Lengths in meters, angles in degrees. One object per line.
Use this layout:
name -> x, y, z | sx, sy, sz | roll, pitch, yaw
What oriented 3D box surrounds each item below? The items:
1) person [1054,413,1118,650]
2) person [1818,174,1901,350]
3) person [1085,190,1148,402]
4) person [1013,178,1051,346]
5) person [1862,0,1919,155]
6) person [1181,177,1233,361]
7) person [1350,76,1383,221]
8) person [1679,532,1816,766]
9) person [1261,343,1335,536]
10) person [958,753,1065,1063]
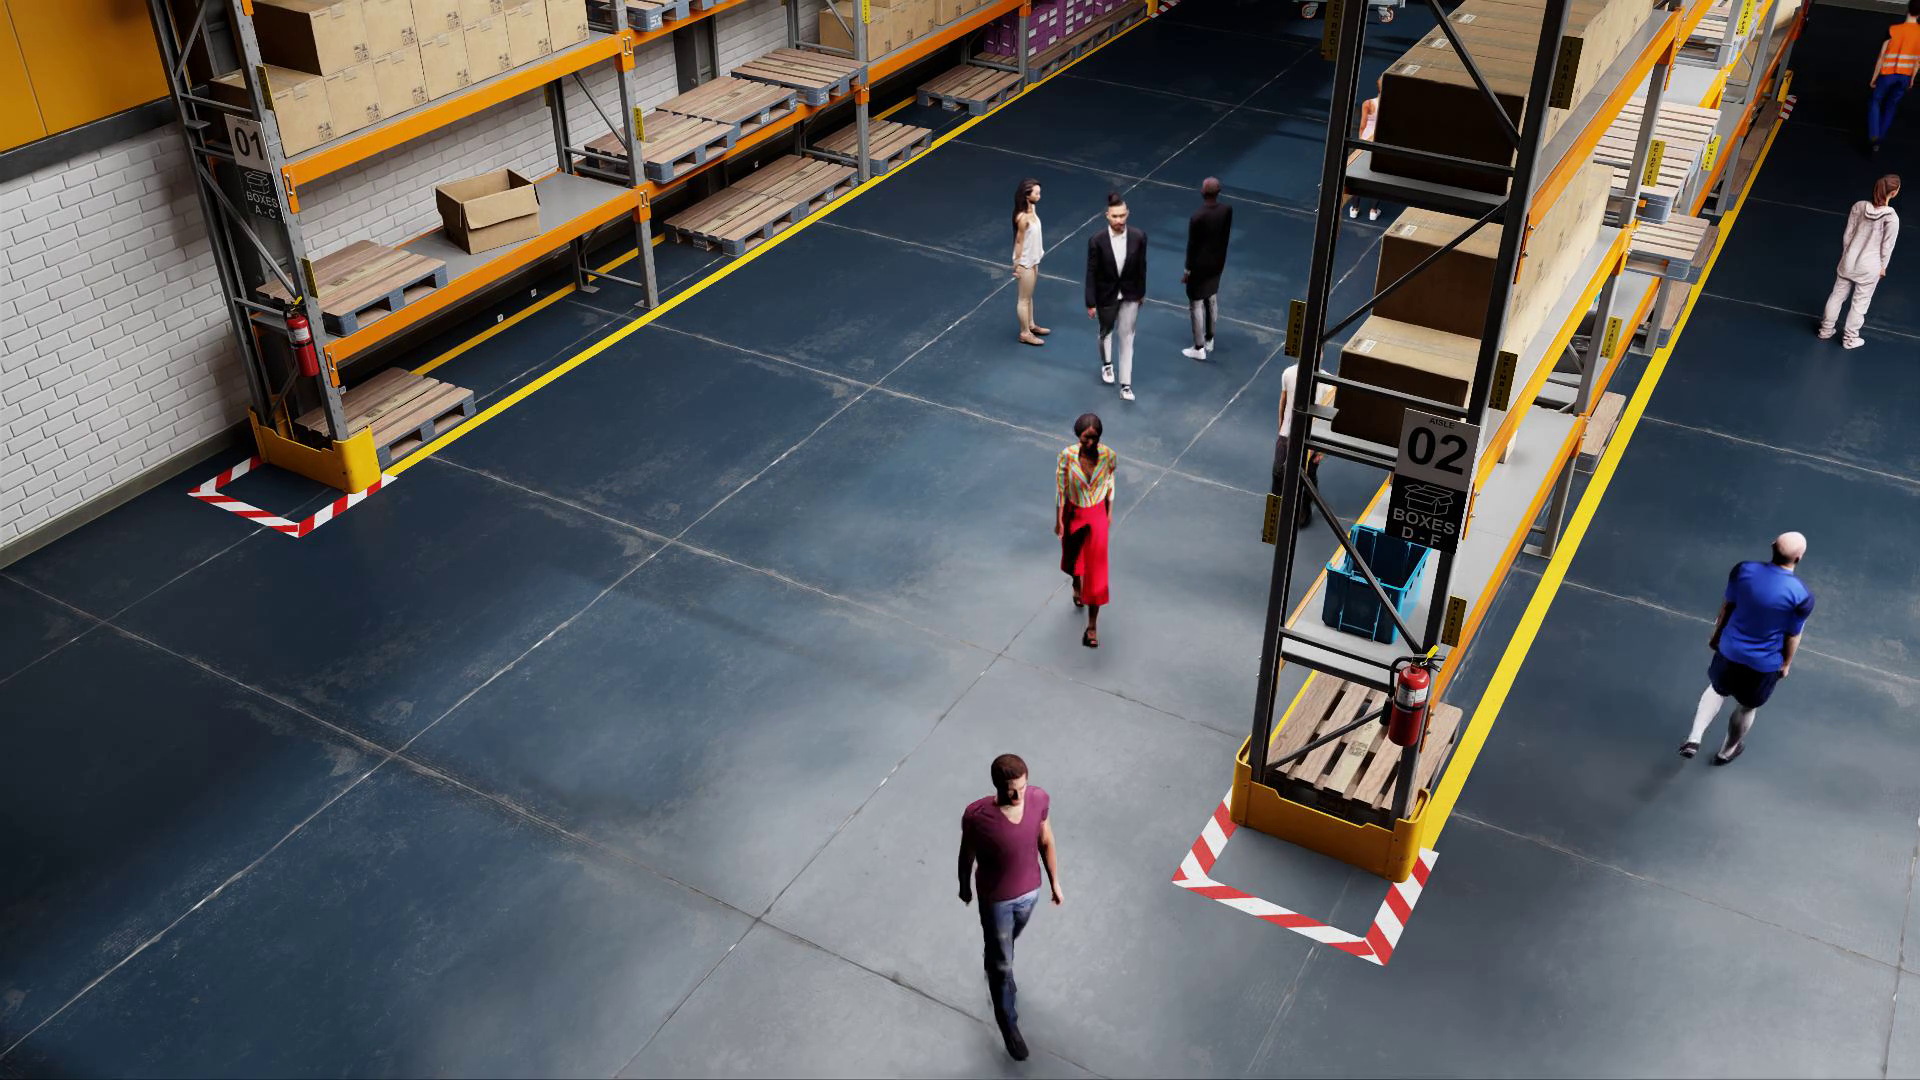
person -> 0.883, -0.155, 12.022 | 0.984, 1.742, 1.206 | -1, 34, -1
person -> 8.590, -2.661, 15.837 | 0.723, 1.693, 0.723 | -20, 39, -28
person -> 1.394, -2.279, 15.057 | 1.070, 1.919, 1.233 | -1, 34, -2
person -> 0.625, -2.678, 15.899 | 0.672, 1.652, 0.611 | -6, 34, -9
person -> 11.275, -5.556, 20.025 | 0.757, 1.878, 0.833 | 9, 35, 13
person -> 2.323, -2.562, 15.614 | 0.717, 1.775, 0.819 | -21, 39, -28
person -> 4.591, -4.364, 18.438 | 0.600, 1.650, 0.587 | 9, 35, 14
person -> 4.992, 0.747, 10.589 | 0.964, 1.825, 0.827 | -27, 42, -35
person -> 2.752, -0.866, 13.131 | 0.658, 1.699, 0.821 | 19, 38, 26
person -> 0.219, 1.810, 8.994 | 1.057, 1.821, 1.024 | -18, 38, -25
